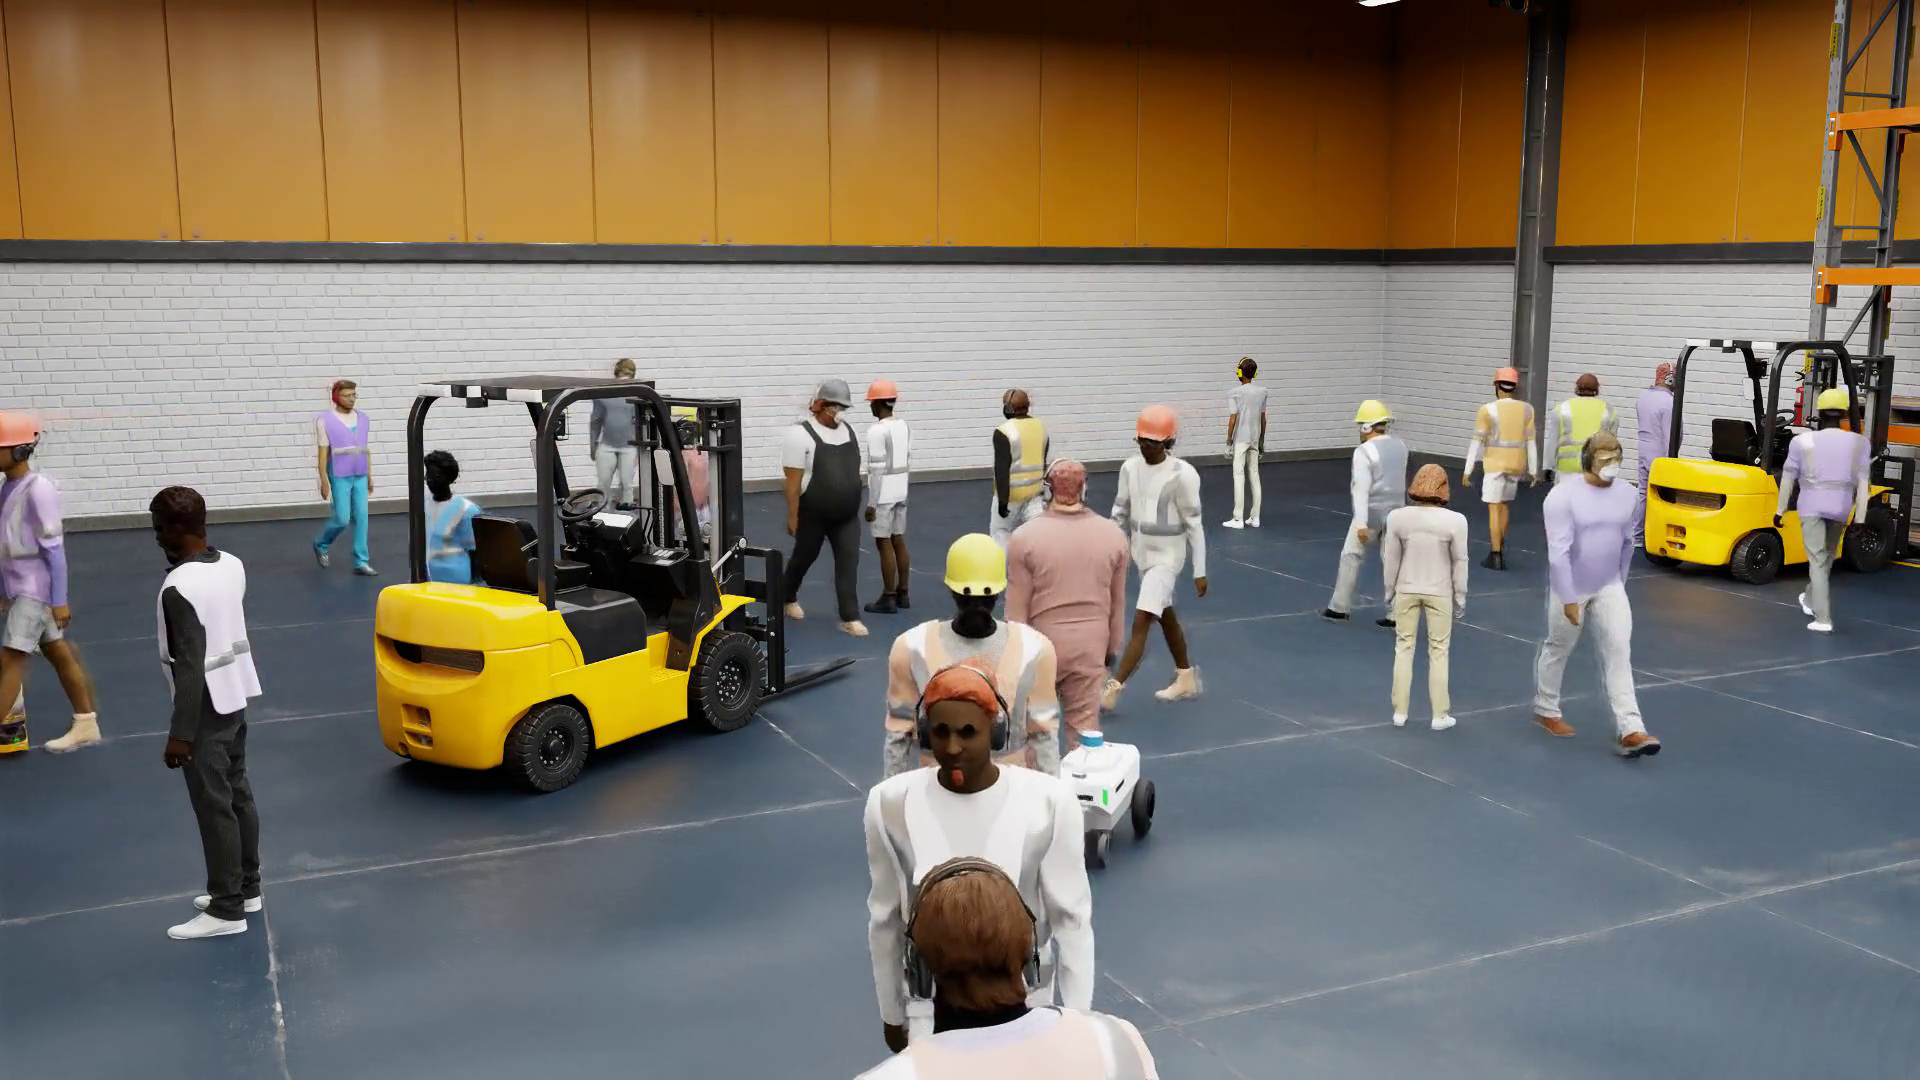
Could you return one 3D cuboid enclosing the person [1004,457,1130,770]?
[{"bbox_3d":[0.497,0.525,8.303,0.664,1.882,0.646,-2,9,-15],"label":"person"}]

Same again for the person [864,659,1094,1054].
[{"bbox_3d":[0.045,1.205,4.282,0.594,1.834,1.005,1,9,5],"label":"person"}]

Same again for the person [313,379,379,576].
[{"bbox_3d":[-5.677,-0.573,15.321,0.616,1.825,0.566,5,11,30],"label":"person"}]

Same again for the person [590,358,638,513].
[{"bbox_3d":[-3.572,-0.974,17.559,0.675,1.907,0.403,1,9,5],"label":"person"}]

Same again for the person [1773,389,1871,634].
[{"bbox_3d":[6.766,-0.247,13.093,0.604,1.875,0.969,1,9,9],"label":"person"}]

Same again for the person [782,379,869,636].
[{"bbox_3d":[-1.092,-0.314,13.033,0.694,2.000,1.008,-7,11,-36],"label":"person"}]

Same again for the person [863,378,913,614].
[{"bbox_3d":[-0.624,-0.363,13.664,0.378,1.932,0.551,5,10,28],"label":"person"}]

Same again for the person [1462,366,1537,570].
[{"bbox_3d":[5.100,-0.677,15.713,0.680,1.900,0.593,-1,9,-8],"label":"person"}]

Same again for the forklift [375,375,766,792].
[{"bbox_3d":[-2.268,0.149,9.685,1.214,2.155,2.313,6,11,32],"label":"forklift"}]

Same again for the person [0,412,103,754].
[{"bbox_3d":[-5.405,0.290,9.399,0.983,2.000,0.636,-9,13,-43],"label":"person"}]

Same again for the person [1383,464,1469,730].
[{"bbox_3d":[2.850,0.346,10.198,0.507,1.631,0.266,5,10,27],"label":"person"}]

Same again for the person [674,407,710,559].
[{"bbox_3d":[-2.243,-0.259,13.584,0.578,1.746,0.538,3,10,18],"label":"person"}]

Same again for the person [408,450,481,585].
[{"bbox_3d":[-3.260,0.242,10.681,0.540,1.680,0.646,4,10,23],"label":"person"}]

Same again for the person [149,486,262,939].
[{"bbox_3d":[-3.172,0.719,7.022,0.391,1.913,0.587,-1,9,-4],"label":"person"}]

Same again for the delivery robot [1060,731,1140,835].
[{"bbox_3d":[0.644,1.175,8.098,0.477,0.478,0.707,3,10,18],"label":"delivery robot"}]

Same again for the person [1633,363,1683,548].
[{"bbox_3d":[6.994,-0.818,16.605,0.404,1.900,0.638,-1,9,-6],"label":"person"}]

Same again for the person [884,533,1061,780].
[{"bbox_3d":[0.049,0.923,5.764,0.617,1.902,0.641,-1,9,-6],"label":"person"}]

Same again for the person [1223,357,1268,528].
[{"bbox_3d":[3.111,-1.058,18.182,0.514,1.872,0.328,-4,10,-25],"label":"person"}]

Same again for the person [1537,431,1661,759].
[{"bbox_3d":[3.686,0.312,9.644,0.624,1.878,1.023,-2,9,-11],"label":"person"}]

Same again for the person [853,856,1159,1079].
[{"bbox_3d":[0.035,1.433,2.831,0.619,1.839,0.430,-5,10,-27],"label":"person"}]

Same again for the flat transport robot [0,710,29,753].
[{"bbox_3d":[-6.002,1.056,10.004,0.652,0.197,1.431,-5,11,-30],"label":"flat transport robot"}]

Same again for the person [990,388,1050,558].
[{"bbox_3d":[0.556,-0.413,14.406,0.635,1.806,0.940,-8,12,-42],"label":"person"}]

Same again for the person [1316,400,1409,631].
[{"bbox_3d":[3.202,-0.200,13.088,0.615,1.798,0.831,-6,11,-33],"label":"person"}]

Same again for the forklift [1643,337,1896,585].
[{"bbox_3d":[7.551,-0.789,15.507,2.313,2.155,1.214,-4,10,-25],"label":"forklift"}]

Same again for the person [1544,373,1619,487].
[{"bbox_3d":[6.024,-0.705,16.148,0.680,1.823,0.442,2,9,11],"label":"person"}]

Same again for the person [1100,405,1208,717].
[{"bbox_3d":[1.166,0.127,10.494,1.086,1.965,0.655,-6,11,-33],"label":"person"}]
